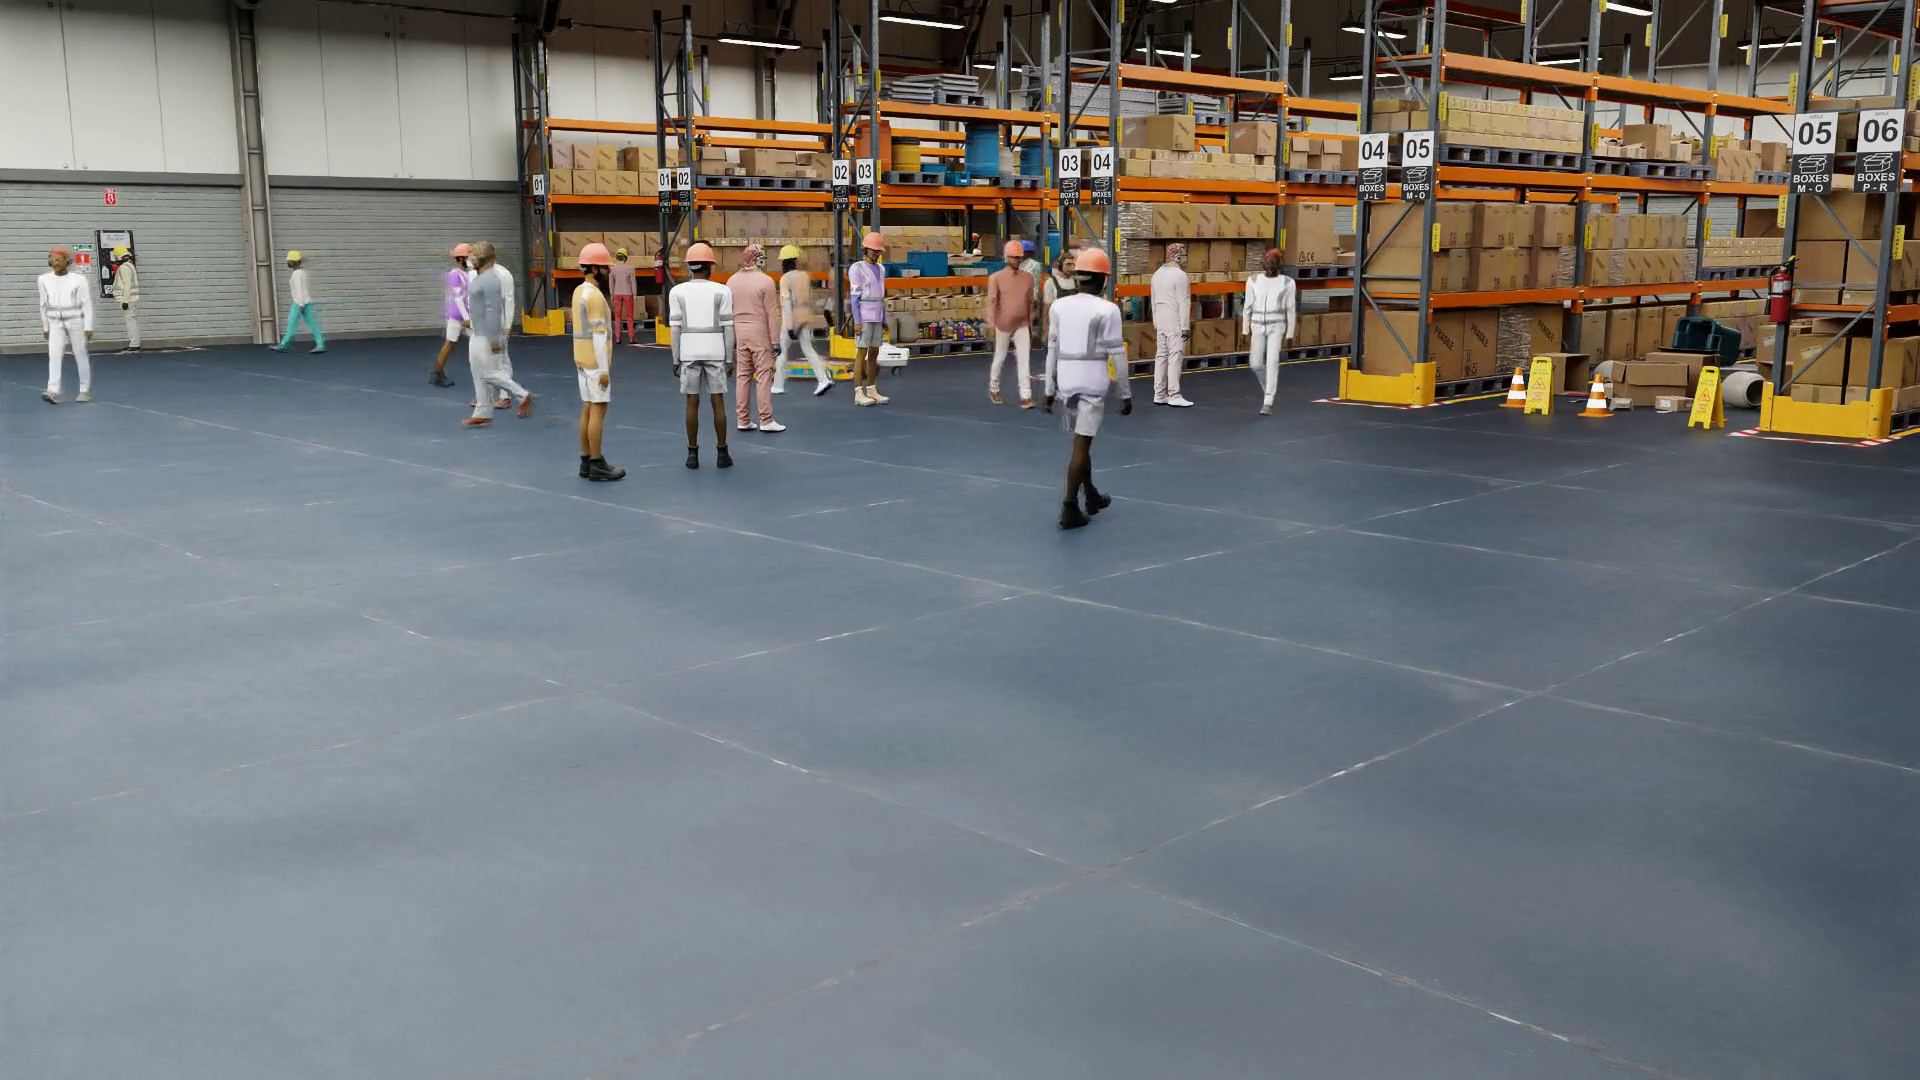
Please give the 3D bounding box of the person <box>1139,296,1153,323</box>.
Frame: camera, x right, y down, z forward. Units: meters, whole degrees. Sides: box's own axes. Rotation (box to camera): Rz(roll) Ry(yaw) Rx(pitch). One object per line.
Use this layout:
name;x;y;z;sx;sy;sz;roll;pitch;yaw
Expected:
person;4.014;-5.416;35.269;0.556;1.918;0.637;10;14;42

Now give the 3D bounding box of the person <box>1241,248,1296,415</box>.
person;3.506;-2.372;18.849;0.597;1.867;0.675;5;12;26

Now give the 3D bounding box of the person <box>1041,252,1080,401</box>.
person;1.257;-2.529;19.886;0.533;1.806;0.878;-6;12;-28

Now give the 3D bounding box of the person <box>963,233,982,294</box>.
person;0.311;-5.948;37.856;0.608;2.044;0.370;10;14;44

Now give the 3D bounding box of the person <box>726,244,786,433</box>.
person;-2.080;-2.061;17.034;0.651;1.907;0.409;7;12;32

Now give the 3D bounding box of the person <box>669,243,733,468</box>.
person;-2.239;-1.601;14.448;0.547;1.934;0.376;-1;10;-5

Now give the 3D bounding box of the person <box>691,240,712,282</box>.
person;-4.403;-4.231;28.832;1.023;1.909;0.627;1;10;7

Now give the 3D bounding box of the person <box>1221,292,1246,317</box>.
person;5.137;-4.528;30.797;0.875;1.797;0.650;-8;13;-37

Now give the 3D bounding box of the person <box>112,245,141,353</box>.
person;-14.278;-4.122;28.480;0.403;1.827;0.600;-4;11;-19

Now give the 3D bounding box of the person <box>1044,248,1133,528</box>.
person;0.956;-1.071;11.630;0.580;1.901;0.880;8;13;38

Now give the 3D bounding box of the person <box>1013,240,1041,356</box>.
person;1.123;-4.048;27.818;0.587;1.930;0.611;-10;14;-43

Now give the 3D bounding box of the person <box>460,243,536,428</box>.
person;-4.901;-2.141;17.440;0.690;1.921;0.633;-5;11;-24

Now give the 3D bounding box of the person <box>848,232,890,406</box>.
person;-1.047;-2.625;19.763;0.392;2.033;0.605;7;13;34

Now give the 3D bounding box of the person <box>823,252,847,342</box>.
person;-2.338;-4.493;30.868;0.552;1.678;0.547;-7;13;-34

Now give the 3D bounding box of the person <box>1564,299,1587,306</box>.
person;9.984;-3.780;26.978;0.319;1.698;0.532;-3;11;-15

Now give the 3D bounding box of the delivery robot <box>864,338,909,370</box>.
delivery robot;-1.078;-2.622;23.640;0.707;0.478;0.477;-2;10;-10

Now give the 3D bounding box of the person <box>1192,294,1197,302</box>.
person;4.179;-4.670;31.136;1.025;1.941;0.653;-9;14;-41

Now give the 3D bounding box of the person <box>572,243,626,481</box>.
person;-2.992;-1.473;13.743;0.370;1.935;0.551;-6;12;-28

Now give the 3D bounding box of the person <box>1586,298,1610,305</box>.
person;12.334;-4.702;32.311;0.535;1.593;0.884;9;14;40

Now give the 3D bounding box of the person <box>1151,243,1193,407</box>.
person;2.523;-2.531;19.601;0.403;1.904;0.651;-5;12;-27

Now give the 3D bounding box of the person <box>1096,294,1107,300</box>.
person;3.257;-5.578;37.079;0.520;1.588;0.867;10;14;43

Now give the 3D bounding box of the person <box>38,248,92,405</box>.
person;-10.660;-2.535;19.803;0.603;1.832;0.964;-2;11;-9

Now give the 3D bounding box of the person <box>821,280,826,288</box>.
person;-2.833;-5.614;36.337;0.371;1.935;0.627;-8;13;-37

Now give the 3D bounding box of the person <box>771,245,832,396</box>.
person;-2.036;-2.764;20.941;0.964;1.888;0.585;7;13;34

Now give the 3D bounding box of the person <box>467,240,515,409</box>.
person;-5.463;-2.507;19.377;0.629;1.939;0.371;5;12;25

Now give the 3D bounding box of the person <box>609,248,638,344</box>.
person;-6.239;-4.523;30.856;0.522;1.764;0.318;1;10;5

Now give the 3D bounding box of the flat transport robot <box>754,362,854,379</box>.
flat transport robot;-2.124;-2.392;23.418;1.431;0.197;0.652;1;10;7

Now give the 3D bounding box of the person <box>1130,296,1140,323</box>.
person;3.855;-5.605;36.565;0.444;1.831;0.576;-8;13;-37

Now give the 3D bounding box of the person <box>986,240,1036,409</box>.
person;0.580;-2.541;19.557;0.638;1.949;1.031;-4;11;-21

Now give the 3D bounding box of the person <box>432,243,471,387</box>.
person;-6.582;-2.970;22.057;1.011;1.894;0.543;1;10;8

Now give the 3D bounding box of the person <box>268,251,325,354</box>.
person;-11.232;-4.004;28.112;0.918;1.715;0.547;-2;11;-9
